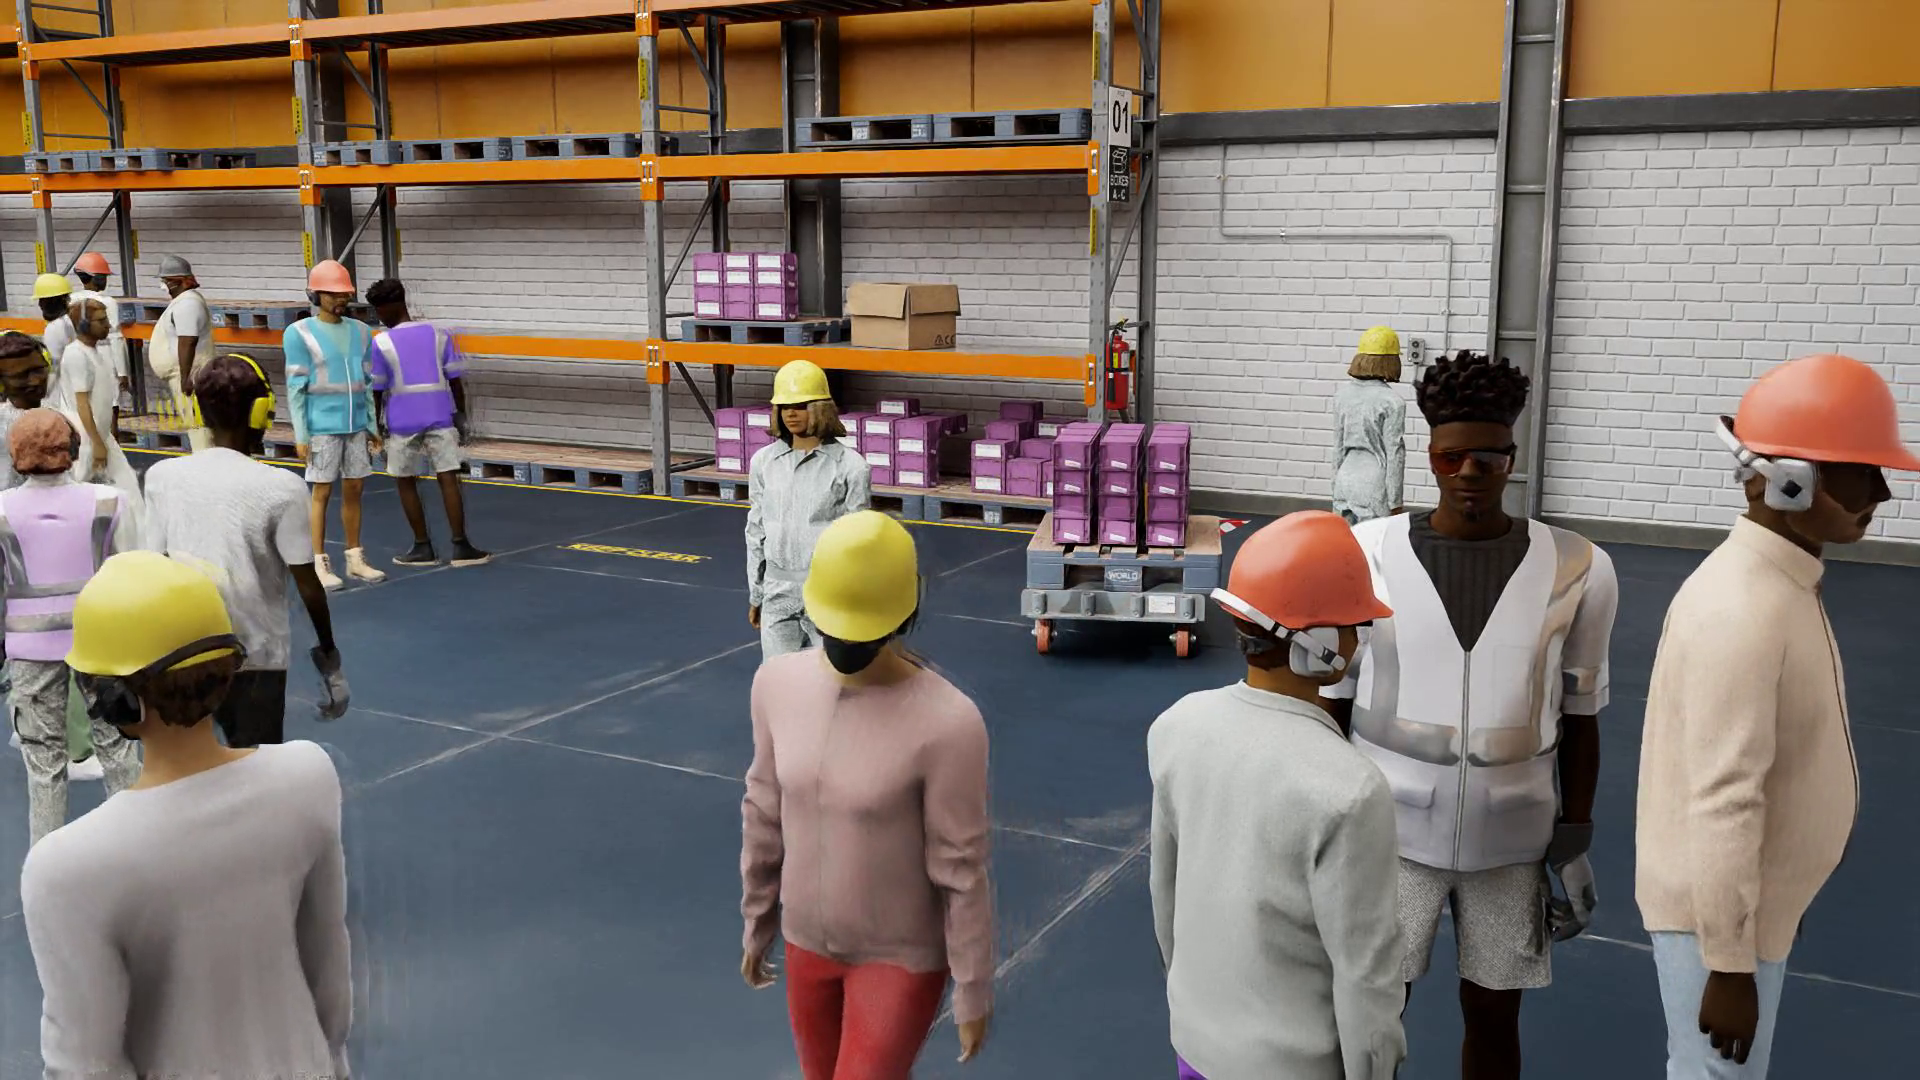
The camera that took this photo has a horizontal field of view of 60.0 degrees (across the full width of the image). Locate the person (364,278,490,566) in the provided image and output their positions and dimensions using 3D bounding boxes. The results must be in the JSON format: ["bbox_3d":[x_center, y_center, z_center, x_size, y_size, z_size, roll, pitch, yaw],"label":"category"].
[{"bbox_3d":[-3.541,-0.770,11.053,0.763,1.916,0.407,-8,13,-36],"label":"person"}]

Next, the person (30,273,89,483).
[{"bbox_3d":[-6.714,-1.033,12.466,0.439,1.917,0.596,-2,10,-10],"label":"person"}]

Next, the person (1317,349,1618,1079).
[{"bbox_3d":[1.012,0.591,3.435,0.607,1.966,0.367,2,11,10],"label":"person"}]

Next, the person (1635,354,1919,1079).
[{"bbox_3d":[1.429,0.659,3.010,0.409,1.986,0.630,6,12,31],"label":"person"}]

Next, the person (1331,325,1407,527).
[{"bbox_3d":[2.123,-0.239,8.635,0.343,1.735,0.484,-6,12,-31],"label":"person"}]

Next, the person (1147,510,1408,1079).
[{"bbox_3d":[0.538,0.818,2.772,0.326,1.752,0.560,-6,12,-29],"label":"person"}]

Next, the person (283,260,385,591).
[{"bbox_3d":[-3.873,-0.713,10.374,0.388,2.041,0.613,7,12,33],"label":"person"}]

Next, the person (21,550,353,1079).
[{"bbox_3d":[-1.080,0.875,2.498,0.786,1.743,0.528,7,12,33],"label":"person"}]

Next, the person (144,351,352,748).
[{"bbox_3d":[-2.109,0.361,5.018,0.550,1.845,0.693,2,11,10],"label":"person"}]

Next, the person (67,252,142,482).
[{"bbox_3d":[-7.712,-1.545,14.925,0.615,2.046,0.378,4,11,19],"label":"person"}]

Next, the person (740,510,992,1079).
[{"bbox_3d":[-0.144,0.761,3.208,0.551,1.719,0.772,7,12,32],"label":"person"}]

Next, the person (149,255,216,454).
[{"bbox_3d":[-6.927,-1.524,14.828,0.536,2.000,0.683,-3,11,-18],"label":"person"}]

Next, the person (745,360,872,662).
[{"bbox_3d":[-0.566,0.210,6.139,0.488,1.744,0.296,3,11,15],"label":"person"}]

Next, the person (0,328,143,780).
[{"bbox_3d":[-3.572,0.070,6.638,0.419,1.837,0.561,-1,10,-6],"label":"person"}]

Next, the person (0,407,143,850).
[{"bbox_3d":[-2.955,0.377,5.509,0.514,1.639,0.310,-6,12,-29],"label":"person"}]
